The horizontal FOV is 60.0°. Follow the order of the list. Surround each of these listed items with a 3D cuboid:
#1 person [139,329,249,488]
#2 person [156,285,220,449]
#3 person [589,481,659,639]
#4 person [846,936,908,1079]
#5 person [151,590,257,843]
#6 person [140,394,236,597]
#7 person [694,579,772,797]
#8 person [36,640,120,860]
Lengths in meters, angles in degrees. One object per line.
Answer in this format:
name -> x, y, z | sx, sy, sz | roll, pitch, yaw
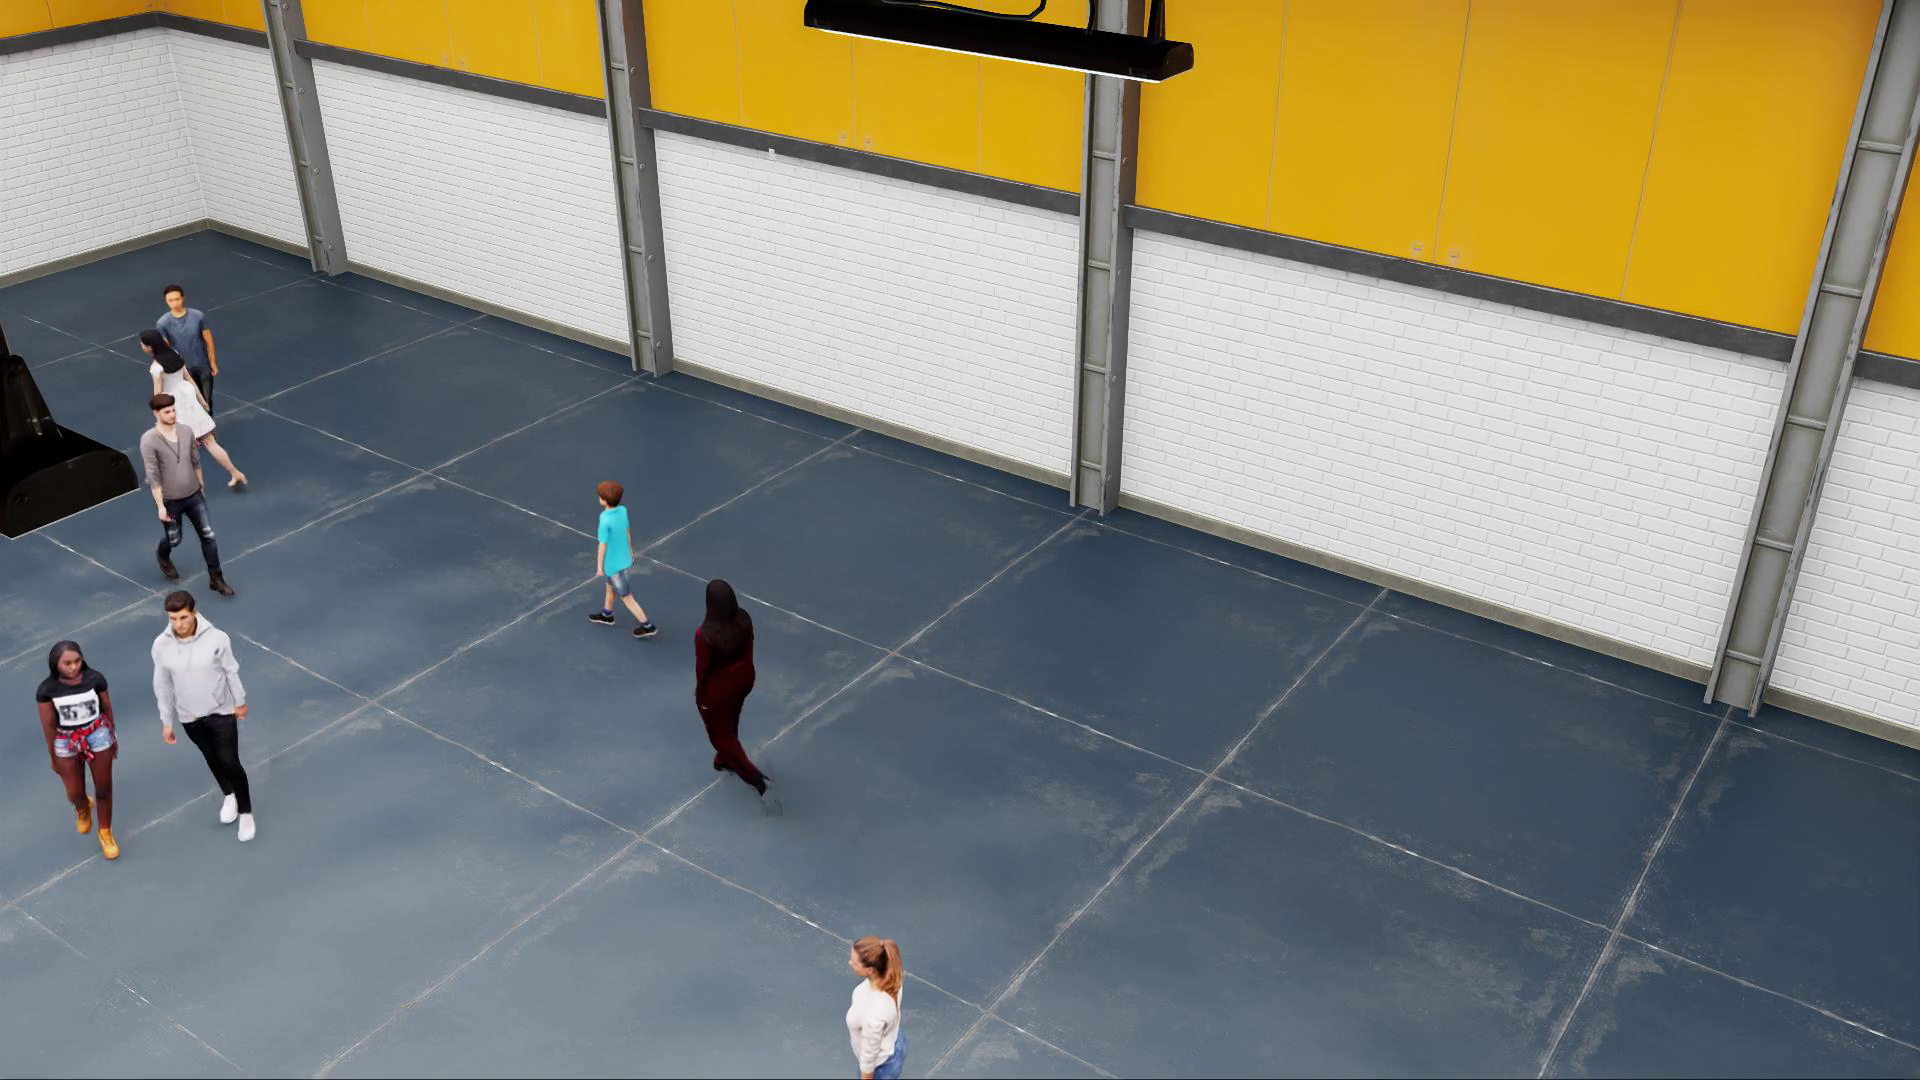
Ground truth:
person -> -7.491, -1.220, 16.259 | 1.266, 1.699, 1.029 | 4, 29, 7
person -> -7.986, -1.827, 17.274 | 0.739, 1.793, 0.749 | -17, 33, -29
person -> -2.832, 0.186, 13.974 | 0.992, 1.419, 0.702 | 10, 30, 17
person -> -0.416, 2.787, 8.894 | 0.647, 1.718, 0.677 | 7, 29, 12
person -> -5.305, 1.137, 11.719 | 0.942, 1.909, 1.001 | -4, 29, -8
person -> -6.903, -0.401, 14.575 | 1.158, 1.874, 0.727 | 21, 35, 34
person -> -1.629, 1.091, 11.980 | 0.978, 1.740, 0.707 | 22, 36, 35
person -> -6.032, 1.397, 11.458 | 0.759, 1.702, 0.866 | -16, 32, -26
